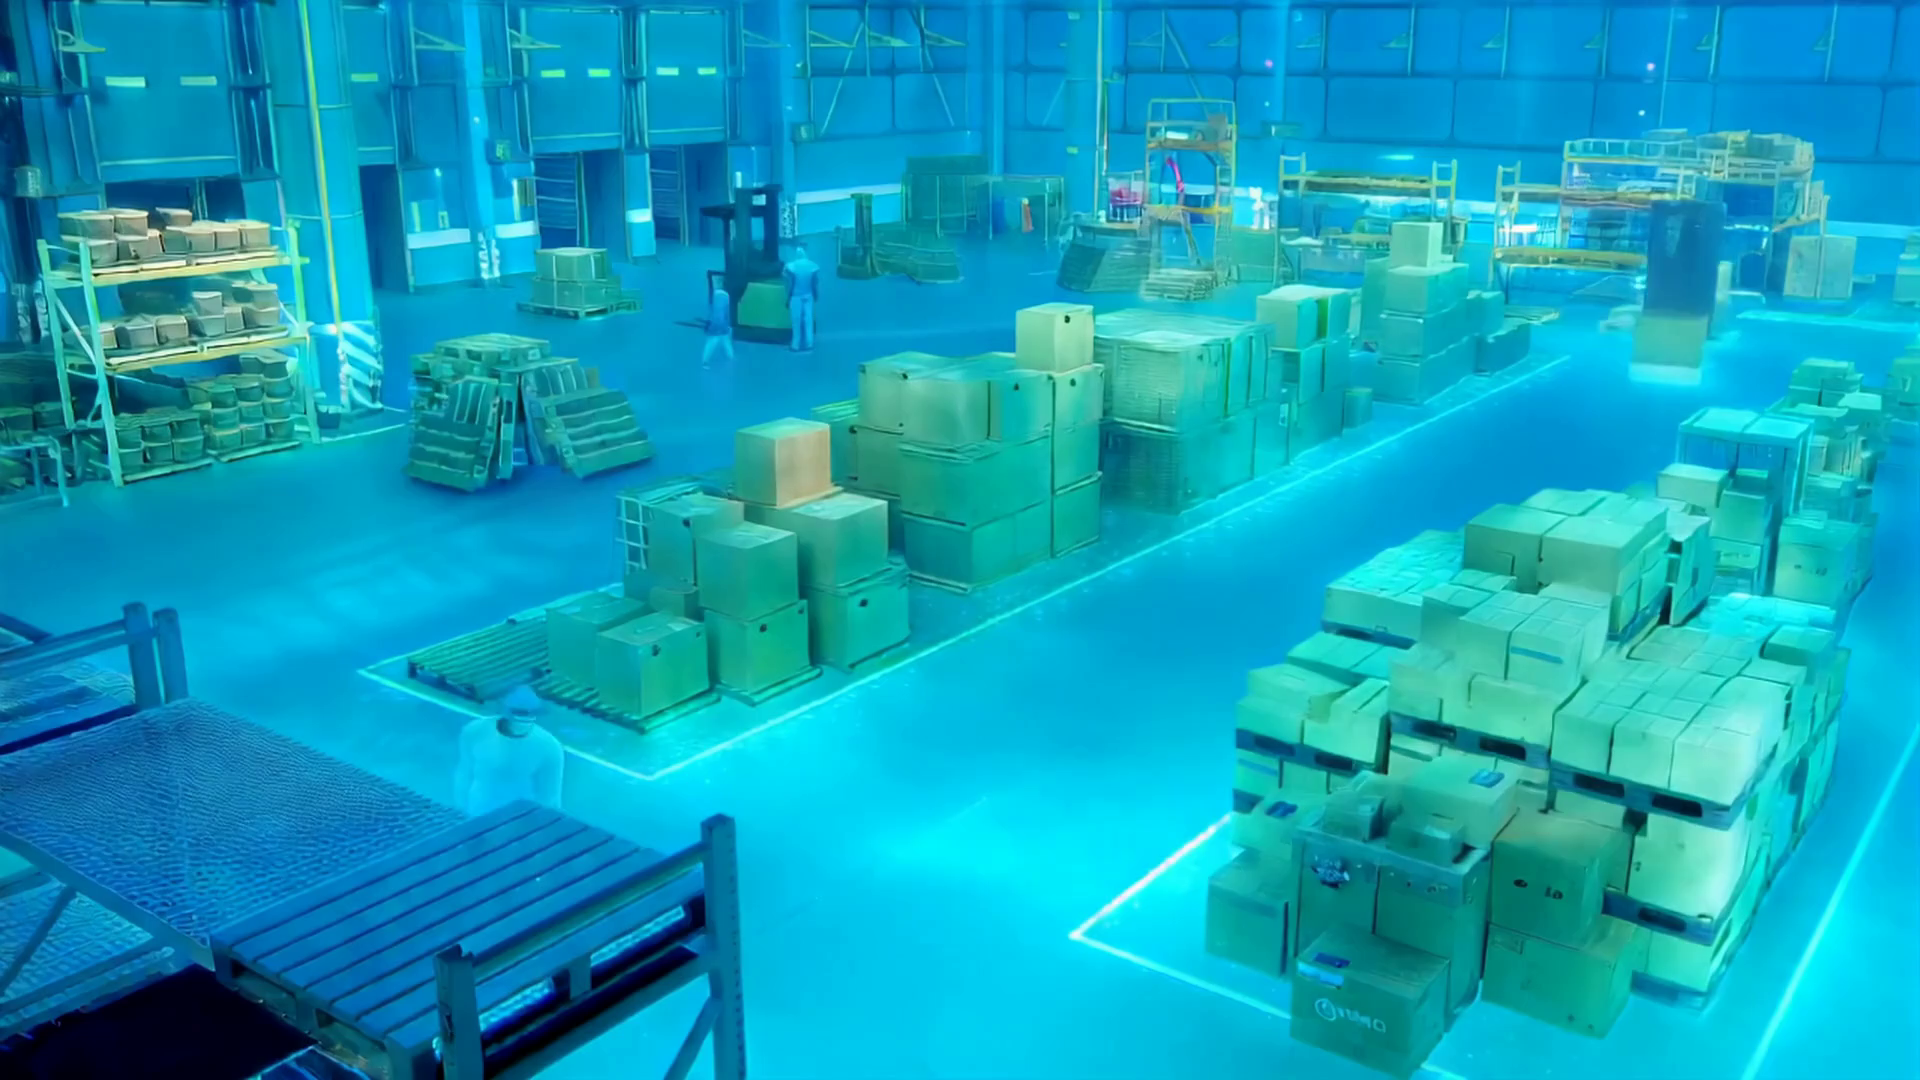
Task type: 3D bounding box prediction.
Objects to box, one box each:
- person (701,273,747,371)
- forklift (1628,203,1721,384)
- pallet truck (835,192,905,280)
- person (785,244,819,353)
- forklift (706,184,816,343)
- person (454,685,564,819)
[{"bbox_3d":[-4.000,-3.688,28.110,0.894,1.622,0.545,-4,17,-14],"label":"person"},{"bbox_3d":[11.831,-4.110,27.384,1.129,2.768,1.873,9,19,27],"label":"forklift"},{"bbox_3d":[-1.936,-7.159,38.982,1.885,1.965,0.823,-12,21,-34],"label":"pallet truck"},{"bbox_3d":[-2.820,-4.308,29.670,0.640,1.928,0.389,-9,19,-28],"label":"person"},{"bbox_3d":[-3.712,-5.181,30.930,1.873,2.768,1.129,12,21,35],"label":"forklift"},{"bbox_3d":[-2.655,1.712,9.801,0.717,1.883,0.452,0,17,1],"label":"person"}]
